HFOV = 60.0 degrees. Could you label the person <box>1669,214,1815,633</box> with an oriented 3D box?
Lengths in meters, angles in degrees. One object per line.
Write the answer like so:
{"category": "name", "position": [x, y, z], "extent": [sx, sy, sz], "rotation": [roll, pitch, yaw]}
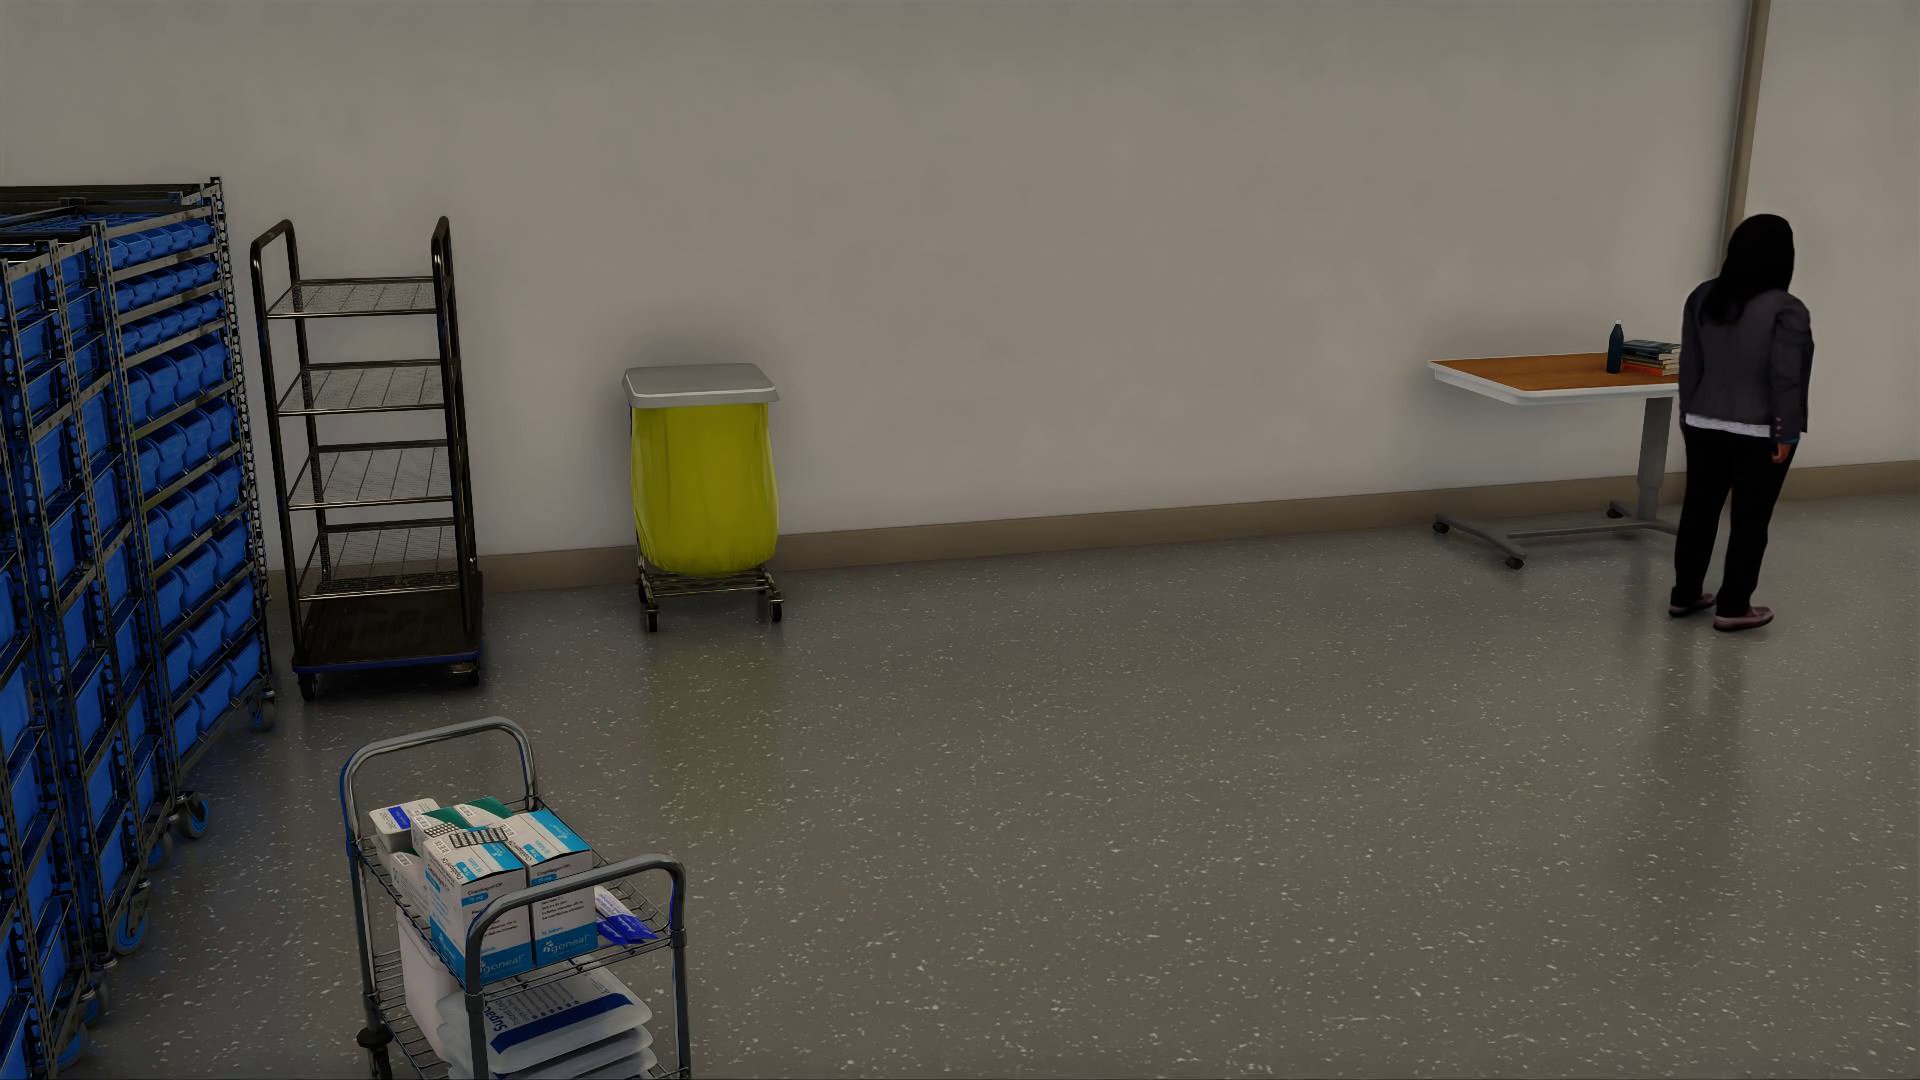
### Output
{"category": "person", "position": [2.998, -0.446, 6.408], "extent": [0.742, 1.598, 0.739], "rotation": [-9, 18, -29]}
